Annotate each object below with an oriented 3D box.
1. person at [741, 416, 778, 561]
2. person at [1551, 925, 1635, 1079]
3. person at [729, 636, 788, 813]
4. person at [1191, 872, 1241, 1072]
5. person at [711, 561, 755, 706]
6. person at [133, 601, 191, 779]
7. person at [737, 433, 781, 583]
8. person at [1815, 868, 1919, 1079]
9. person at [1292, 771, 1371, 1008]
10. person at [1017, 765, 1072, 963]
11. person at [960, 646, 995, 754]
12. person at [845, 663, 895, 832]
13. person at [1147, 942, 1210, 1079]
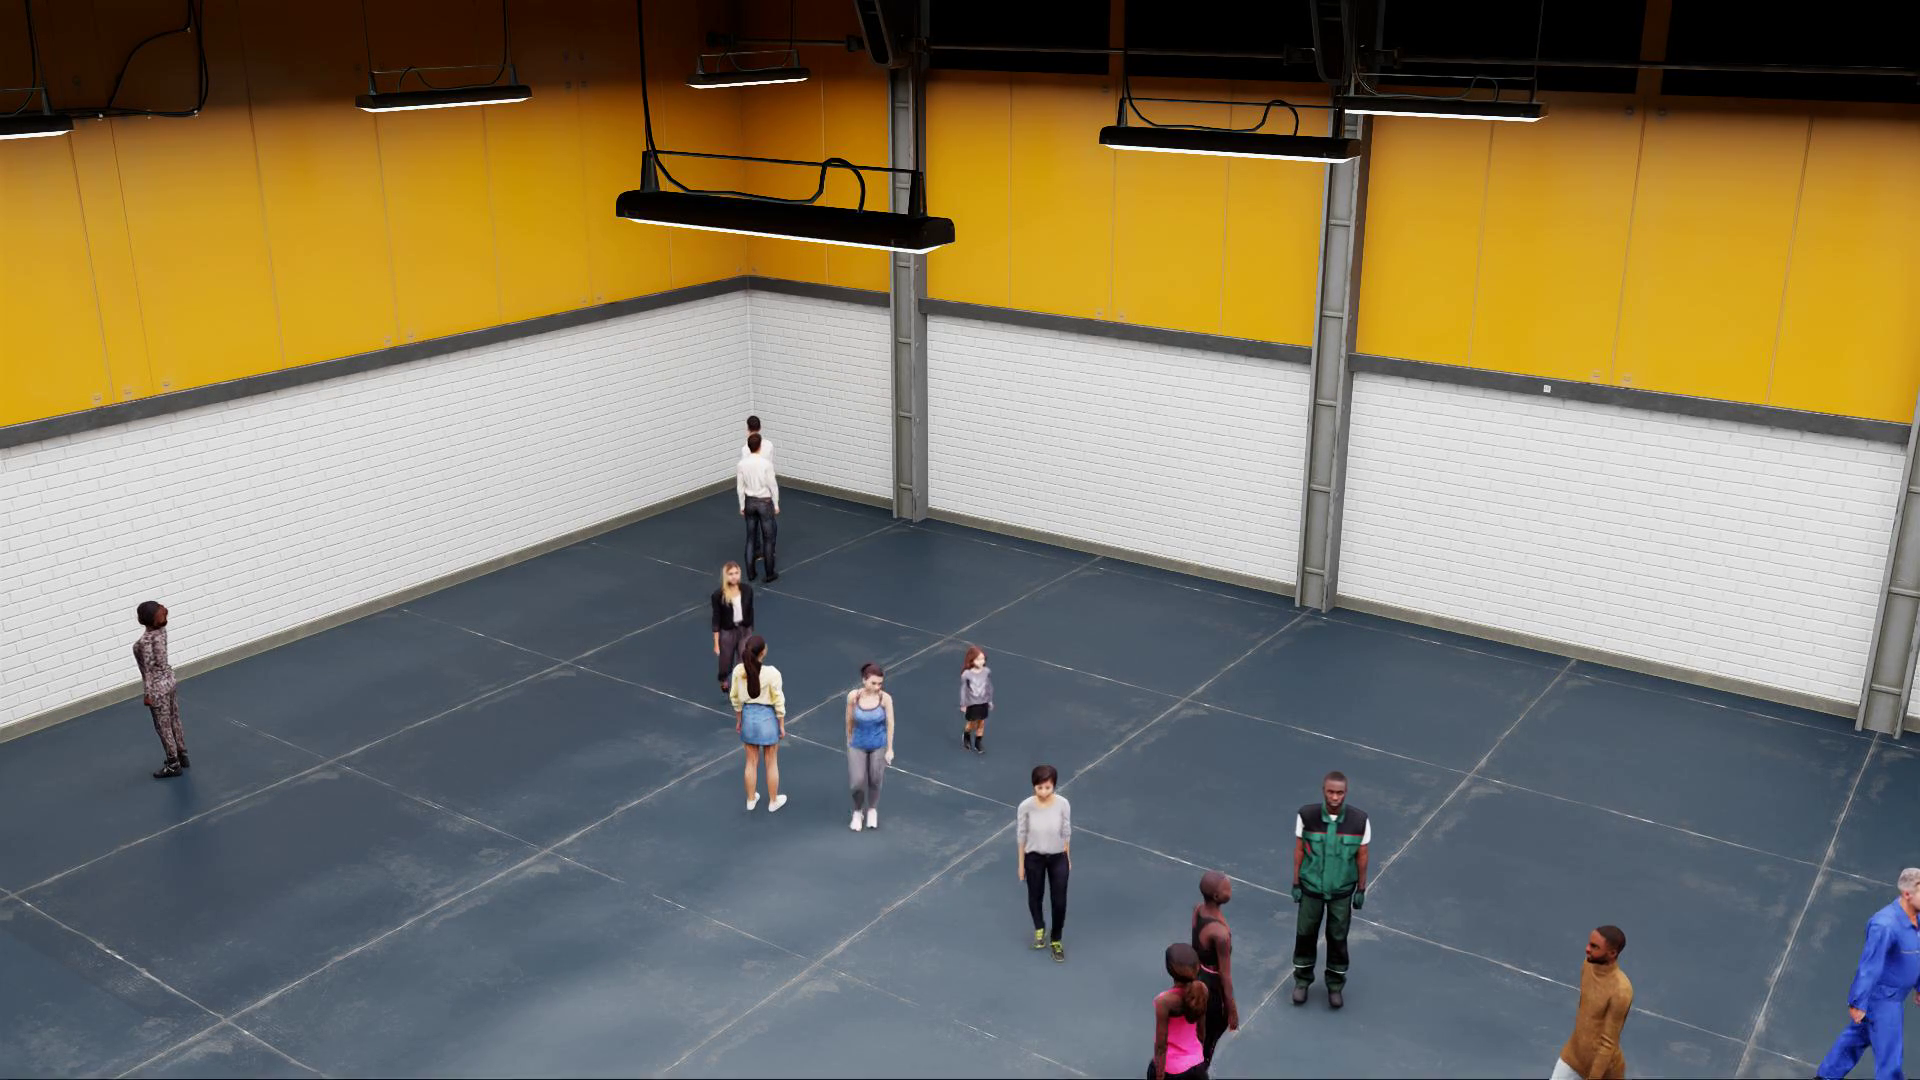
[{"bbox_3d":[-2.560,-0.671,21.176,0.696,1.872,0.694,-13,22,-33],"label":"person"},{"bbox_3d":[3.900,3.146,9.995,1.172,1.774,1.172,-5,19,-13],"label":"person"},{"bbox_3d":[-1.782,1.622,14.749,0.615,1.630,0.773,4,19,12],"label":"person"},{"bbox_3d":[1.511,2.922,10.707,0.783,1.745,0.716,-4,19,-13],"label":"person"},{"bbox_3d":[-2.268,0.992,16.598,0.924,1.643,1.092,-8,20,-22],"label":"person"},{"bbox_3d":[-7.394,1.363,15.385,0.729,1.714,0.684,0,19,-1],"label":"person"},{"bbox_3d":[-2.462,-0.398,20.368,0.617,1.871,0.784,4,19,12],"label":"person"},{"bbox_3d":[5.859,2.890,10.723,0.968,1.795,1.184,-14,23,-35],"label":"person"},{"bbox_3d":[2.626,2.474,11.894,0.682,1.836,0.820,4,19,11],"label":"person"},{"bbox_3d":[0.642,2.377,12.649,0.764,1.538,0.811,0,19,0],"label":"person"},{"bbox_3d":[0.136,1.510,15.918,0.564,1.096,0.616,-10,21,-27],"label":"person"},{"bbox_3d":[-0.804,1.772,14.383,0.724,1.578,0.784,3,19,10],"label":"person"},{"bbox_3d":[1.366,3.219,9.922,0.964,1.684,1.201,-8,20,-23],"label":"person"}]
